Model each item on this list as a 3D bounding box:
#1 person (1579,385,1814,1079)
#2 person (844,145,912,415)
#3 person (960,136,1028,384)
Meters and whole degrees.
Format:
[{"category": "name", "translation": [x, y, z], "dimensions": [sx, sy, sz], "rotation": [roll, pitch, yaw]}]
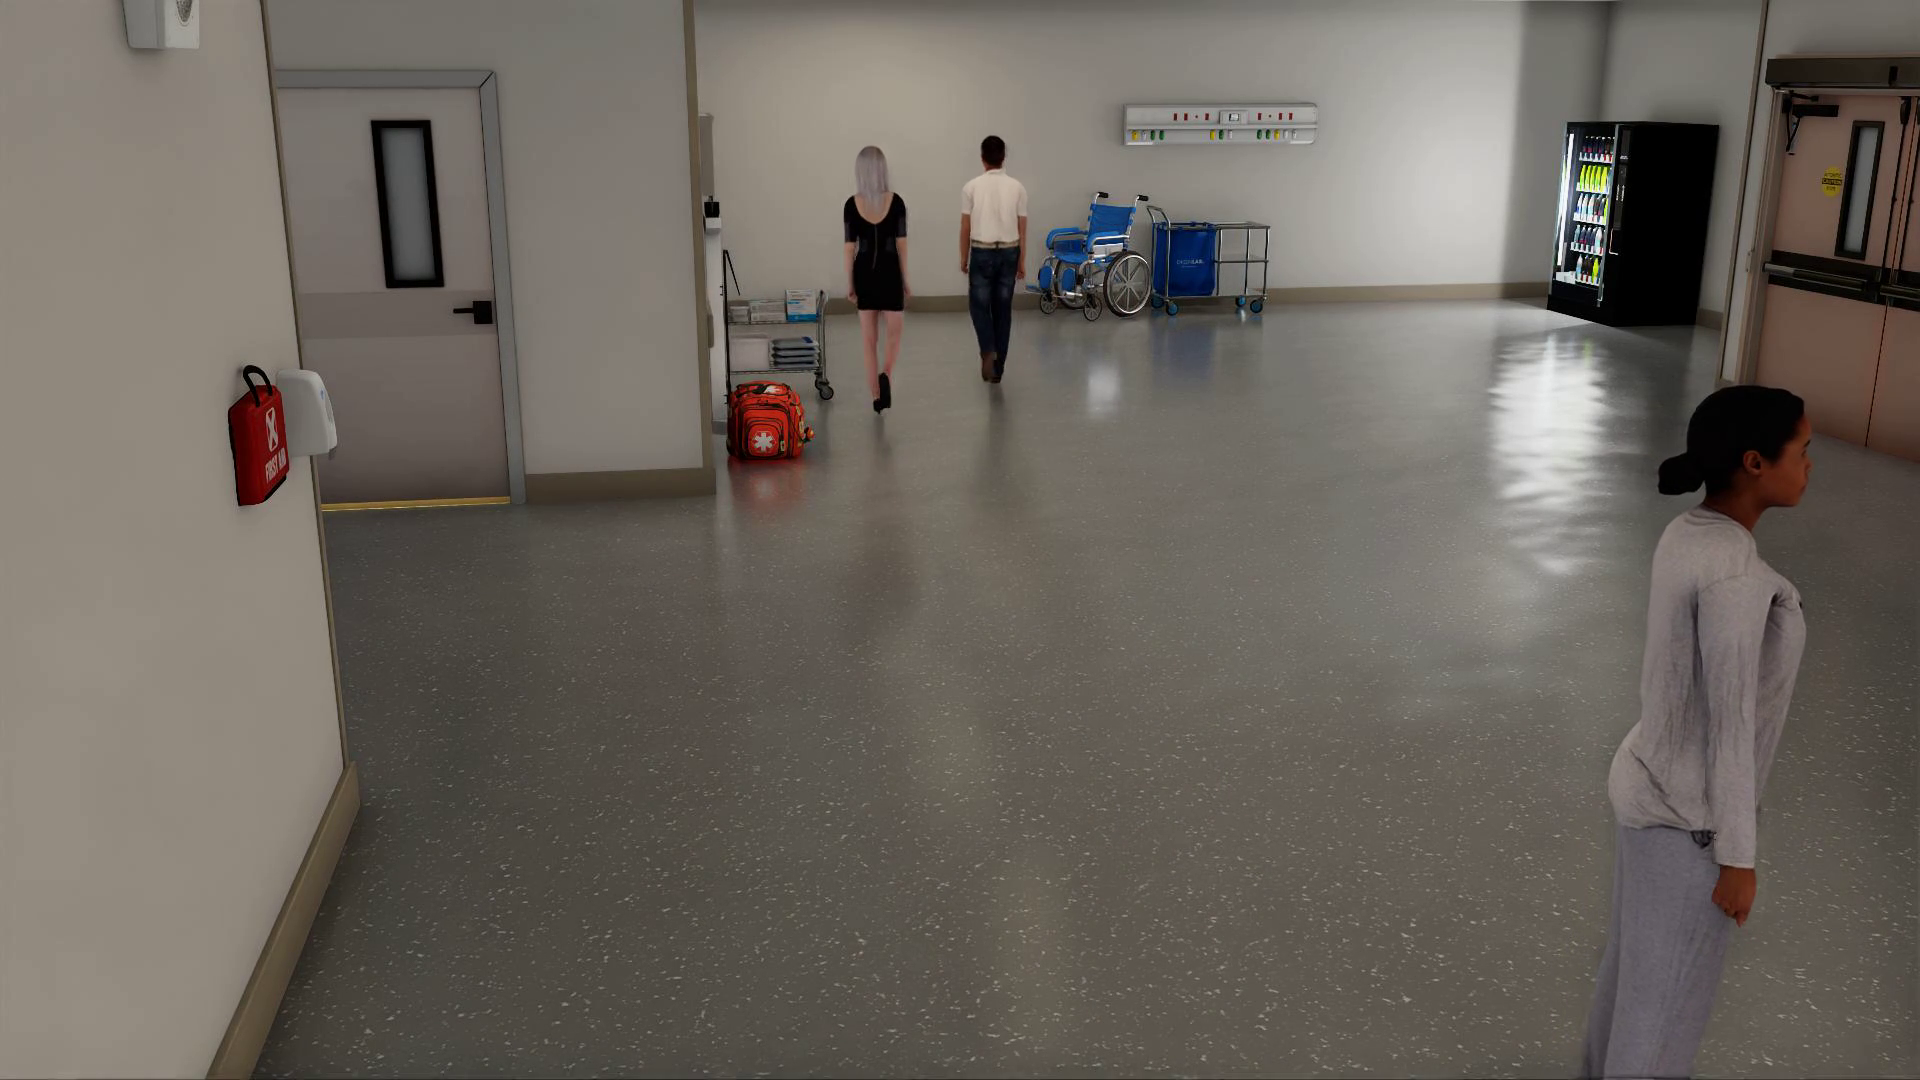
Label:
[{"category": "person", "translation": [1.462, 0.540, 3.366], "dimensions": [0.762, 1.733, 0.625], "rotation": [4, 16, 15]}, {"category": "person", "translation": [-0.549, -1.707, 11.180], "dimensions": [0.700, 1.817, 0.944], "rotation": [0, 16, 1]}, {"category": "person", "translation": [0.265, -2.048, 12.361], "dimensions": [0.708, 1.834, 0.985], "rotation": [-1, 16, -5]}]
